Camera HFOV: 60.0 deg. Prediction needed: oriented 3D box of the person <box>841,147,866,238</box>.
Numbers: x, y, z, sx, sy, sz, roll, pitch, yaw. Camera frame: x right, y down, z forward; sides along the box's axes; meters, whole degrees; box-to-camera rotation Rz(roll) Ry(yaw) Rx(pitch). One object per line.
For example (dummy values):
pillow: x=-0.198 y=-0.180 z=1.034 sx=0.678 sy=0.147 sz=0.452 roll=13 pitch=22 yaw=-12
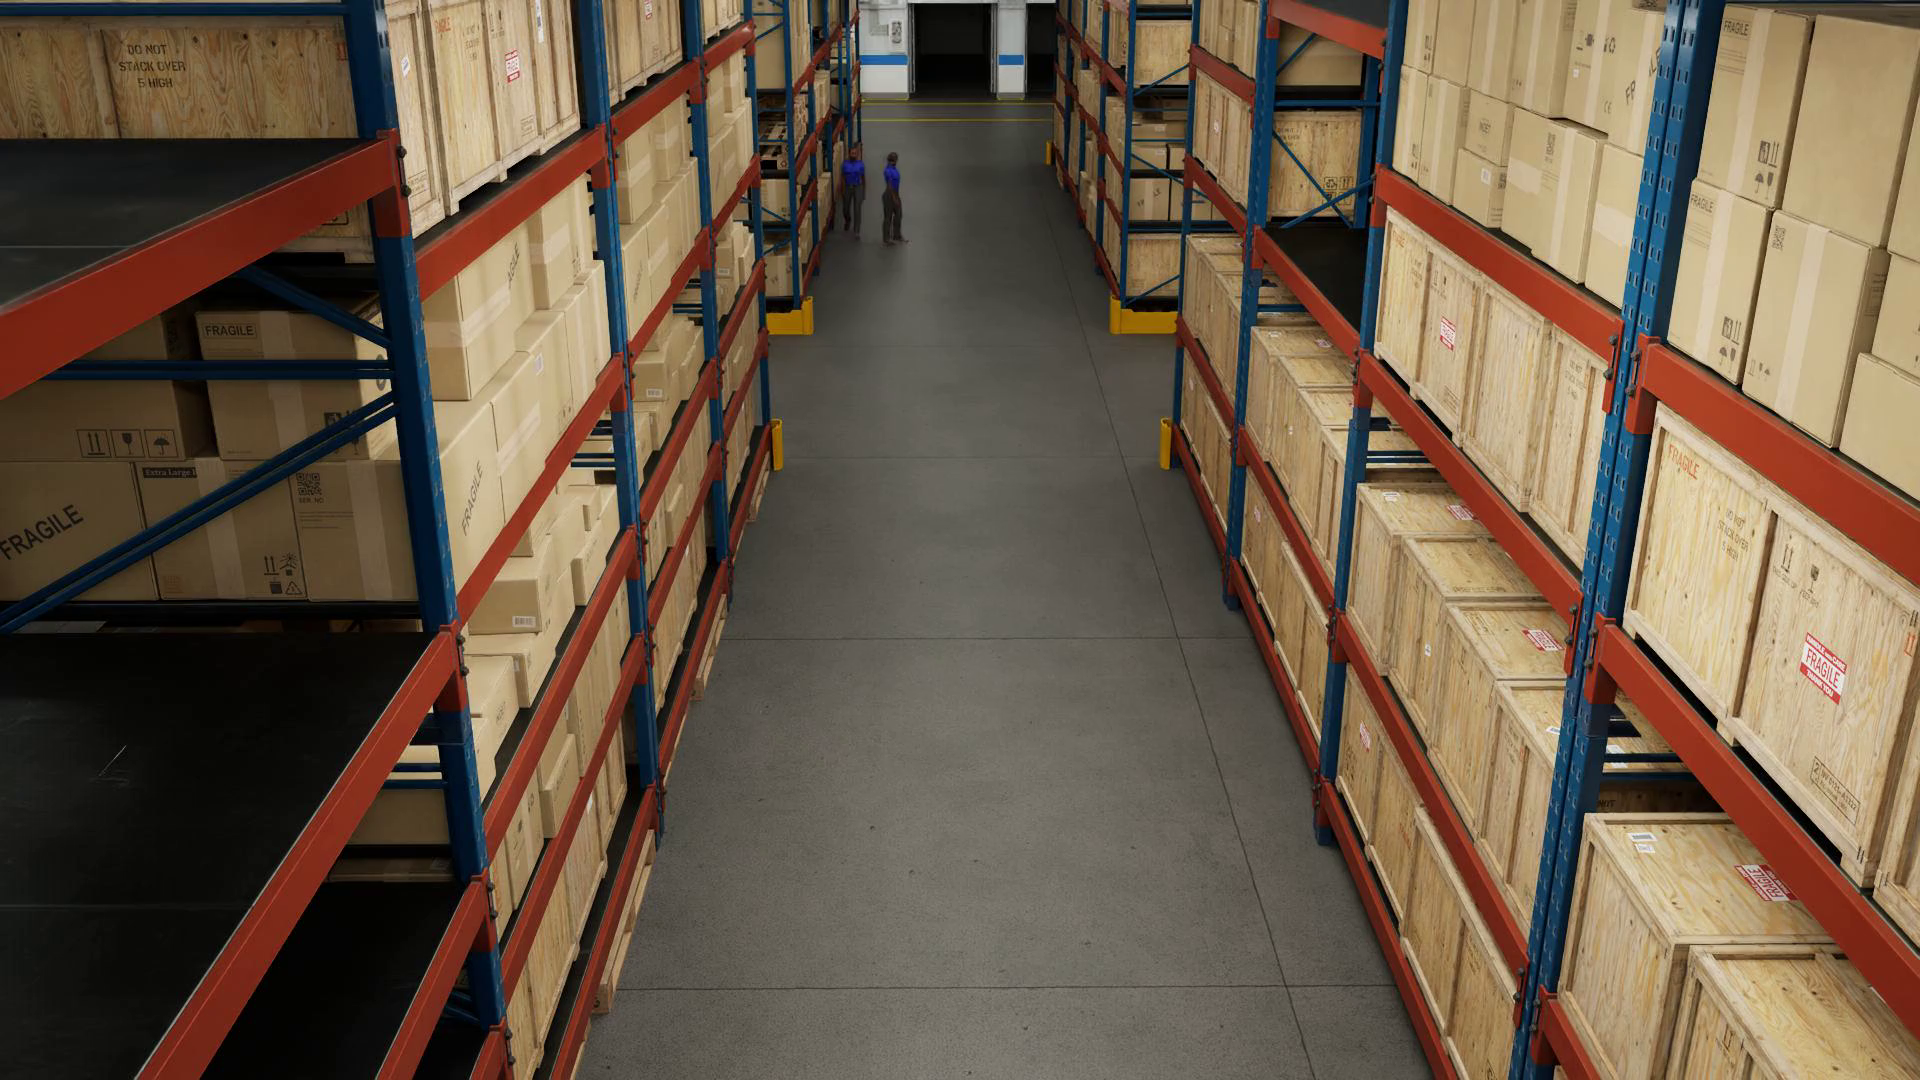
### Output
person: x=-1.997 y=-6.542 z=31.223 sx=0.464 sy=1.653 sz=0.612 roll=0 pitch=22 yaw=0

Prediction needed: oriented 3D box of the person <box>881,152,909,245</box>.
person: x=-1.217 y=-6.253 z=30.491 sx=0.428 sy=1.675 sz=0.506 roll=9 pitch=23 yaw=21
